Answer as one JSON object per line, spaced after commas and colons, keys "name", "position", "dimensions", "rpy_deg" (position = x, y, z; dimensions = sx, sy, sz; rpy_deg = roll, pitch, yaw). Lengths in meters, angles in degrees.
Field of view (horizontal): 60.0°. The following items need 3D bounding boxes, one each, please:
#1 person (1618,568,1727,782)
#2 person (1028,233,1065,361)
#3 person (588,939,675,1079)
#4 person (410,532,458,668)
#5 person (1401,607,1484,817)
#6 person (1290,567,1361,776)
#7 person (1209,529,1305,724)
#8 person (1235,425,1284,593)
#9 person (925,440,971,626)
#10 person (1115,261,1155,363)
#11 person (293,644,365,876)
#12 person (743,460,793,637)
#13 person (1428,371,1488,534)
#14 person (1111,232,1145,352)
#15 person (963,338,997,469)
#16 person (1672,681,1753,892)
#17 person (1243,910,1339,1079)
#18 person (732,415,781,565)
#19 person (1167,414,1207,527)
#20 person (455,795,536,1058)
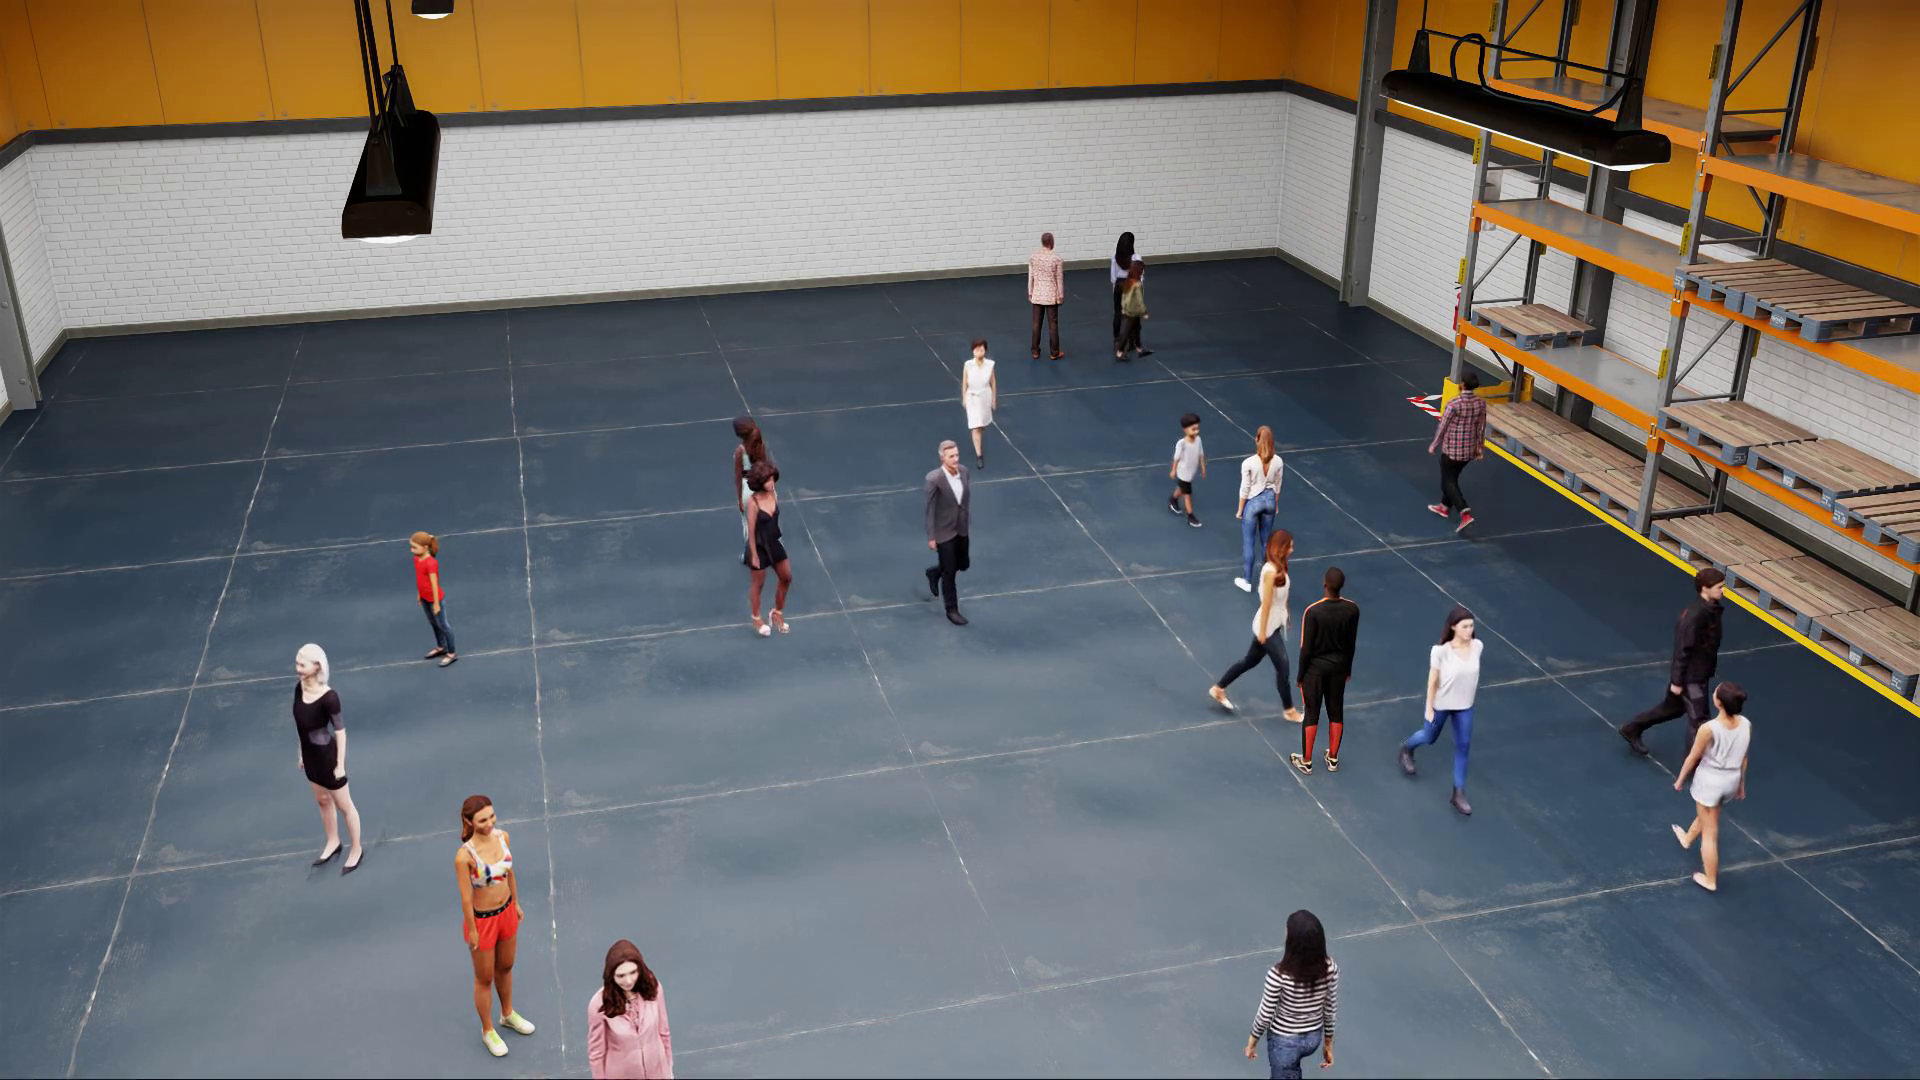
{"name": "person", "position": [5.793, 1.051, 13.377], "dimensions": [1.261, 1.805, 1.135], "rpy_deg": [17, 29, 33]}
{"name": "person", "position": [1.222, -3.480, 23.738], "dimensions": [0.775, 1.810, 0.803], "rpy_deg": [9, 25, 19]}
{"name": "person", "position": [-1.776, 2.926, 9.096], "dimensions": [0.657, 1.799, 0.616], "rpy_deg": [-14, 27, -28]}
{"name": "person", "position": [-4.822, 0.517, 15.223], "dimensions": [0.534, 1.305, 0.623], "rpy_deg": [21, 32, 40]}
{"name": "person", "position": [3.783, 1.276, 13.051], "dimensions": [0.609, 1.654, 1.088], "rpy_deg": [-6, 24, -14]}
{"name": "person", "position": [2.945, 1.041, 13.395], "dimensions": [0.634, 1.808, 0.551], "rpy_deg": [-4, 24, -9]}
{"name": "person", "position": [2.531, 0.730, 14.194], "dimensions": [1.092, 1.738, 1.157], "rpy_deg": [8, 25, 19]}
{"name": "person", "position": [2.990, -0.321, 16.623], "dimensions": [0.614, 1.719, 0.512], "rpy_deg": [-7, 25, -16]}
{"name": "person", "position": [-0.144, -0.113, 16.020], "dimensions": [0.975, 1.821, 1.117], "rpy_deg": [-19, 30, -37]}
{"name": "person", "position": [2.376, -3.223, 23.597], "dimensions": [0.682, 1.451, 0.763], "rpy_deg": [-4, 24, -9]}
{"name": "person", "position": [-4.628, 1.589, 12.116], "dimensions": [0.649, 1.829, 0.699], "rpy_deg": [12, 26, 25]}
{"name": "person", "position": [-1.899, 0.075, 15.646], "dimensions": [0.790, 1.775, 0.738], "rpy_deg": [18, 30, 36]}
{"name": "person", "position": [5.440, -0.957, 18.039], "dimensions": [0.813, 1.750, 1.126], "rpy_deg": [-12, 26, -25]}
{"name": "person", "position": [2.403, -3.609, 24.114], "dimensions": [0.732, 1.744, 0.750], "rpy_deg": [8, 25, 18]}
{"name": "person", "position": [0.226, -1.682, 19.988], "dimensions": [0.610, 1.517, 1.041], "rpy_deg": [-3, 24, -8]}
{"name": "person", "position": [5.479, 1.798, 11.945], "dimensions": [0.597, 1.584, 0.938], "rpy_deg": [-5, 24, -12]}
{"name": "person", "position": [1.881, 2.905, 9.213], "dimensions": [0.662, 1.742, 1.135], "rpy_deg": [-8, 25, -17]}
{"name": "person", "position": [-2.035, -0.423, 16.883], "dimensions": [0.878, 1.697, 1.150], "rpy_deg": [-17, 29, -34]}
{"name": "person", "position": [2.467, -0.814, 18.354], "dimensions": [0.652, 1.235, 0.943], "rpy_deg": [-14, 27, -29]}
{"name": "person", "position": [-2.935, 2.364, 10.390], "dimensions": [0.722, 1.791, 0.672], "rpy_deg": [15, 28, 31]}
